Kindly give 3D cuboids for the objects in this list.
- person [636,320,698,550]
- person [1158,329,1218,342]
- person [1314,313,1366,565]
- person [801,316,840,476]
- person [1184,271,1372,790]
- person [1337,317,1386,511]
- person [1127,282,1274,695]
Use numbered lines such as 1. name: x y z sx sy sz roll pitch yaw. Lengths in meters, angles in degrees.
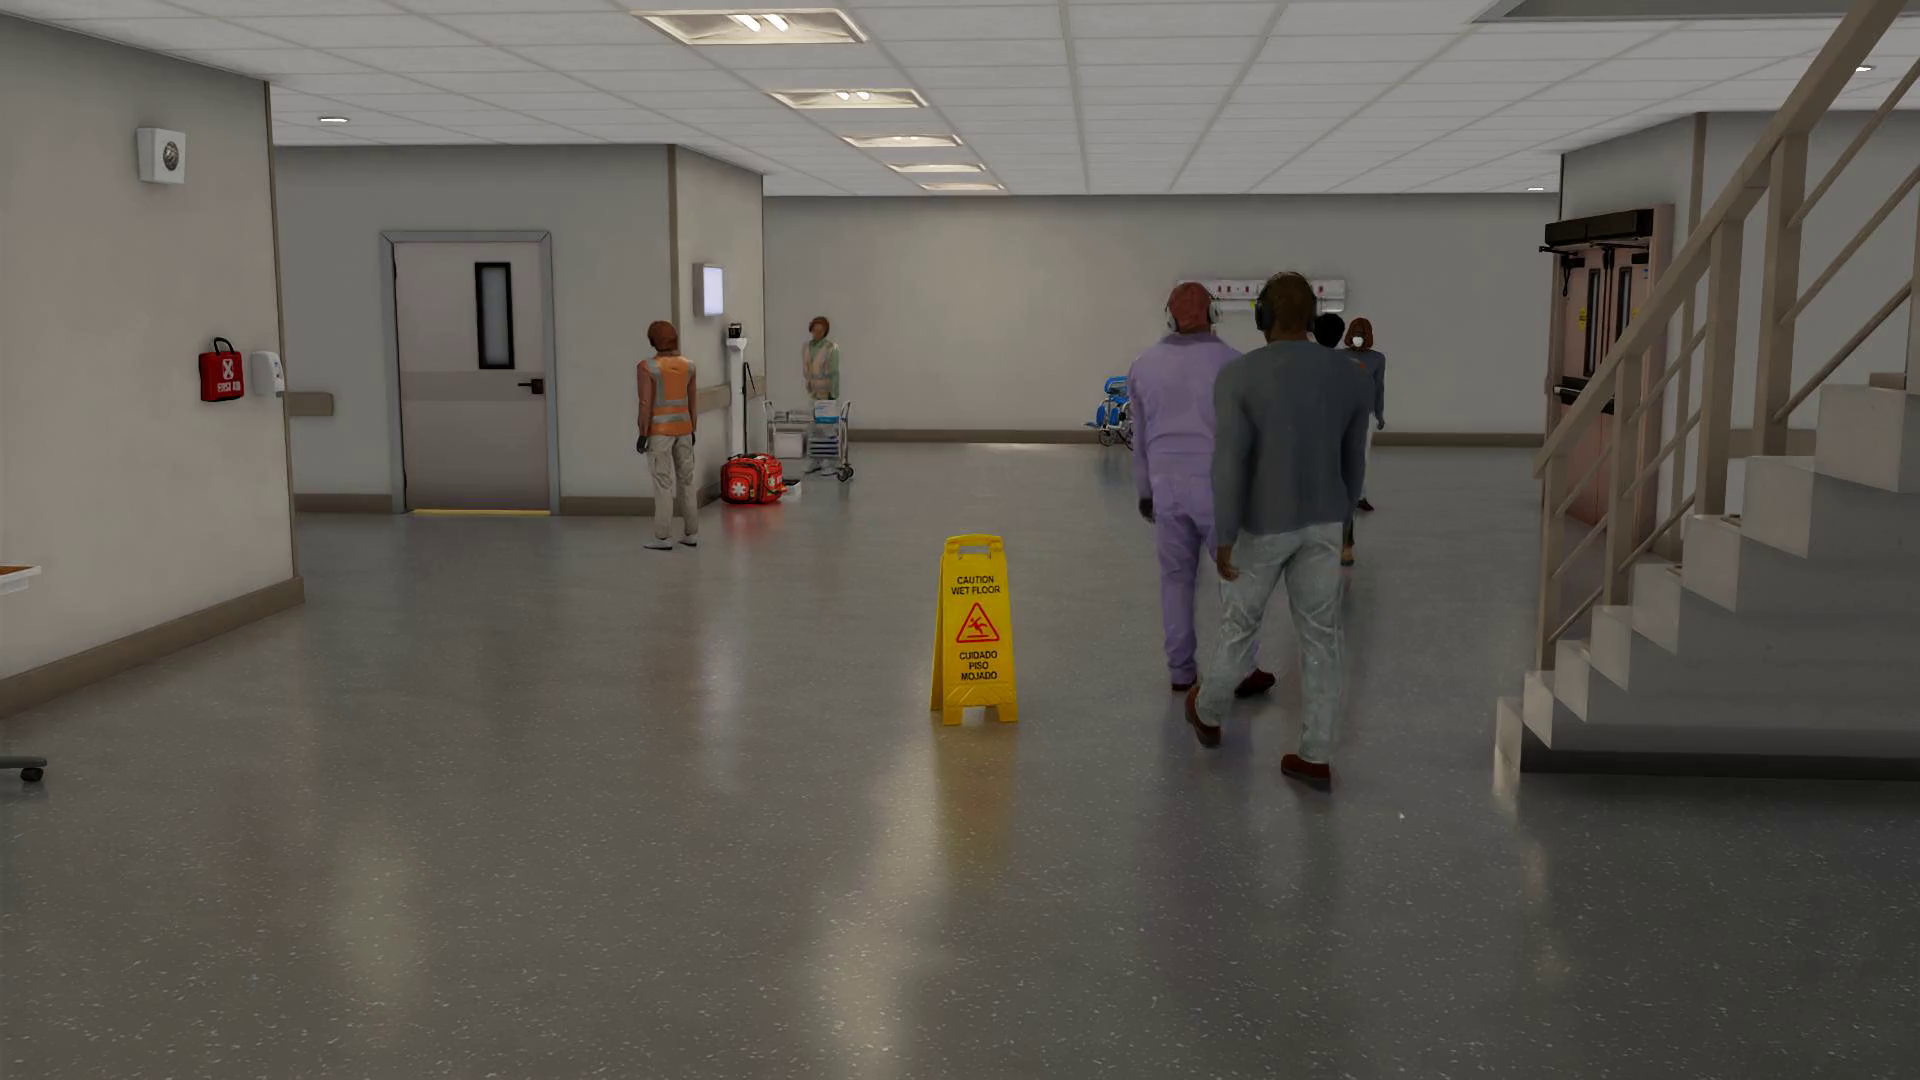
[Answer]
1. person: -2.092 -0.747 11.906 0.312 1.636 0.520 8 11 42
2. person: 2.115 -1.364 15.435 0.586 1.835 0.403 1 8 5
3. person: 2.460 -0.668 11.168 0.529 1.697 0.321 1 8 5
4. person: -1.371 -1.437 16.676 0.534 1.606 0.455 6 10 35
5. person: 1.209 -0.062 6.382 0.649 1.893 0.953 -1 8 -10
6. person: 3.326 -1.049 13.978 0.500 1.632 0.286 -1 8 -6
7. person: 1.093 -0.235 7.653 0.687 1.883 0.415 5 10 33
